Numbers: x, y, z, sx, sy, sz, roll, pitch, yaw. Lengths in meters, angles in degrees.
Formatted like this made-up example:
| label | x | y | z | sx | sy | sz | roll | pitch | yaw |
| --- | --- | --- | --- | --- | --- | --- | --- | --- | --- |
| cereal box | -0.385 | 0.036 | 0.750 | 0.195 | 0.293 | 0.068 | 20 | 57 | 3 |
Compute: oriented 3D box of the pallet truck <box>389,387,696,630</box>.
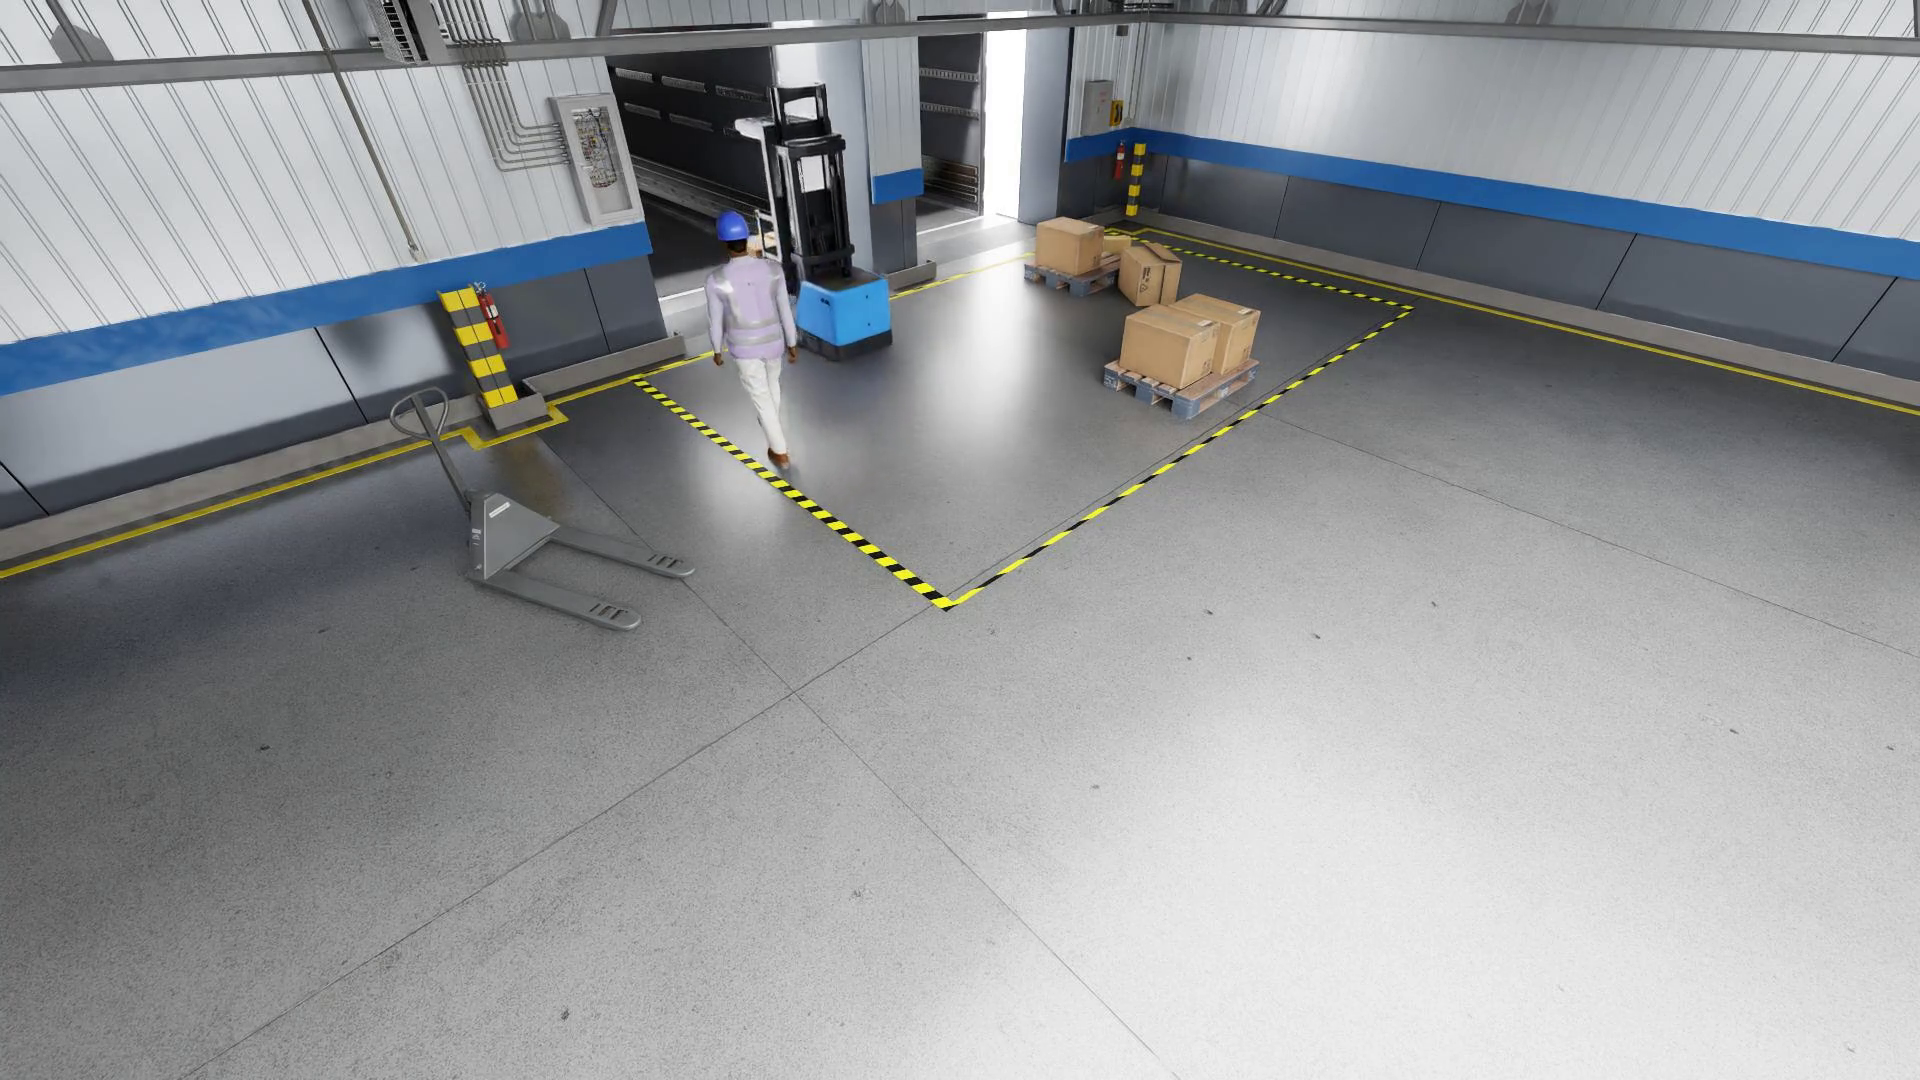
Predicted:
| label | x | y | z | sx | sy | sz | roll | pitch | yaw |
| --- | --- | --- | --- | --- | --- | --- | --- | --- | --- |
| pallet truck | -2.613 | -0.247 | 4.593 | 1.601 | 1.201 | 0.680 | 14 | 40 | 17 |

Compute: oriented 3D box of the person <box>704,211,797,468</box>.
| label | x | y | z | sx | sy | sz | roll | pitch | yaw |
| --- | --- | --- | --- | --- | --- | --- | --- | --- | --- |
| person | -1.642 | -1.553 | 5.715 | 0.624 | 1.918 | 0.831 | -23 | 43 | -27 |

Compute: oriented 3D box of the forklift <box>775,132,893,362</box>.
| label | x | y | z | sx | sy | sz | roll | pitch | yaw |
| --- | --- | --- | --- | --- | --- | --- | --- | --- | --- |
| forklift | -1.272 | -2.921 | 7.397 | 0.716 | 2.013 | 0.776 | -30 | 47 | -33 |
